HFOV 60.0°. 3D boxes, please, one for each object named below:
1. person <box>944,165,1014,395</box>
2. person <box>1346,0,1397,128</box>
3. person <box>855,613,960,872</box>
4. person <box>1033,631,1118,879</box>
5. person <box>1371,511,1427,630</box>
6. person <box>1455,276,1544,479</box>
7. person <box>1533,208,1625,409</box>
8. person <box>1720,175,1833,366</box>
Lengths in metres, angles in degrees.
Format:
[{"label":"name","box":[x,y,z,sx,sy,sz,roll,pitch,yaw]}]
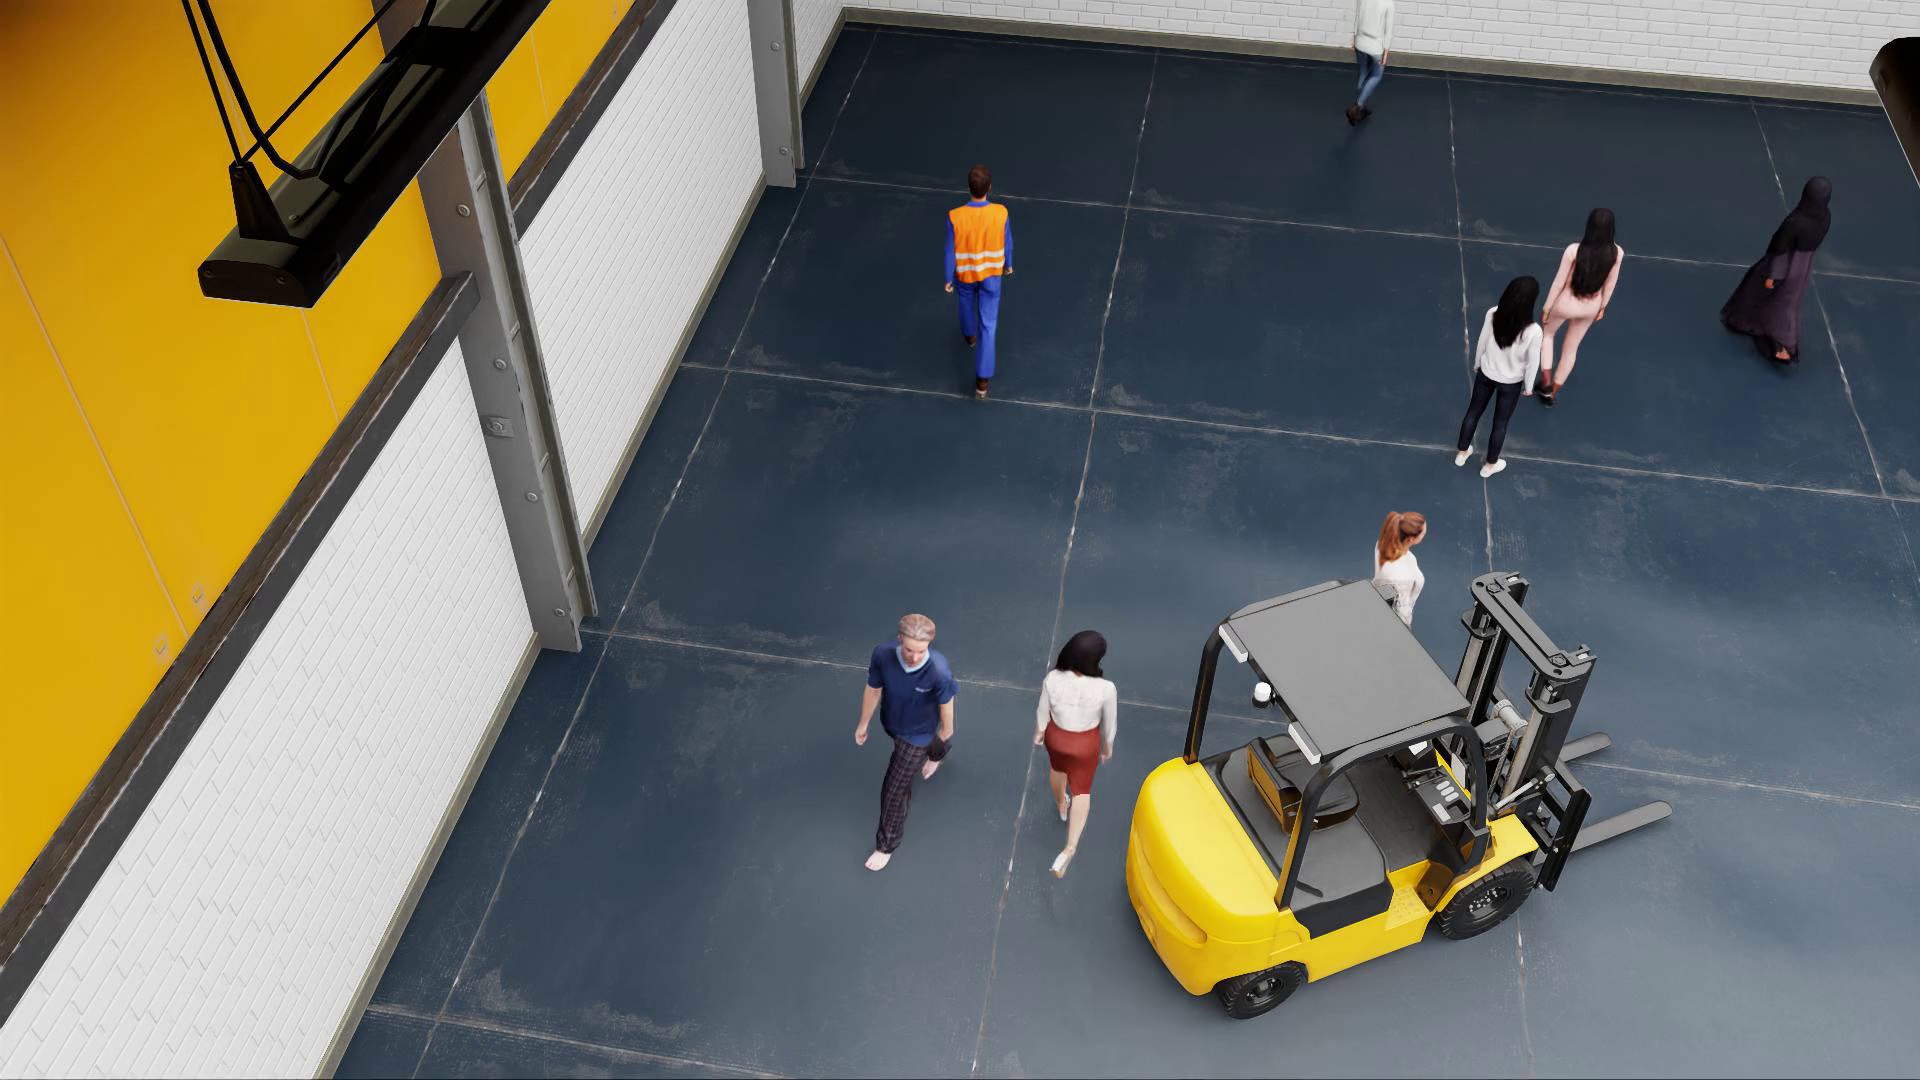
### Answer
[{"label":"person","box":[0.152,-1.992,12.903,0.931,1.816,1.311,-3,44,-3]},{"label":"person","box":[3.884,-4.685,15.863,0.801,1.632,0.926,30,51,28]},{"label":"person","box":[-0.252,1.024,9.738,1.017,1.814,1.326,26,50,25]},{"label":"person","box":[0.649,1.246,9.567,0.624,1.729,1.007,5,44,5]},{"label":"person","box":[2.612,0.477,10.386,0.765,1.713,0.742,-1,44,-1]},{"label":"person","box":[3.947,-1.204,12.159,0.705,1.701,0.716,31,52,29]},{"label":"person","box":[4.706,-1.705,12.682,0.697,1.706,0.653,1,44,2]},{"label":"person","box":[6.611,-2.123,13.193,0.916,1.605,1.190,-9,44,-10]}]
